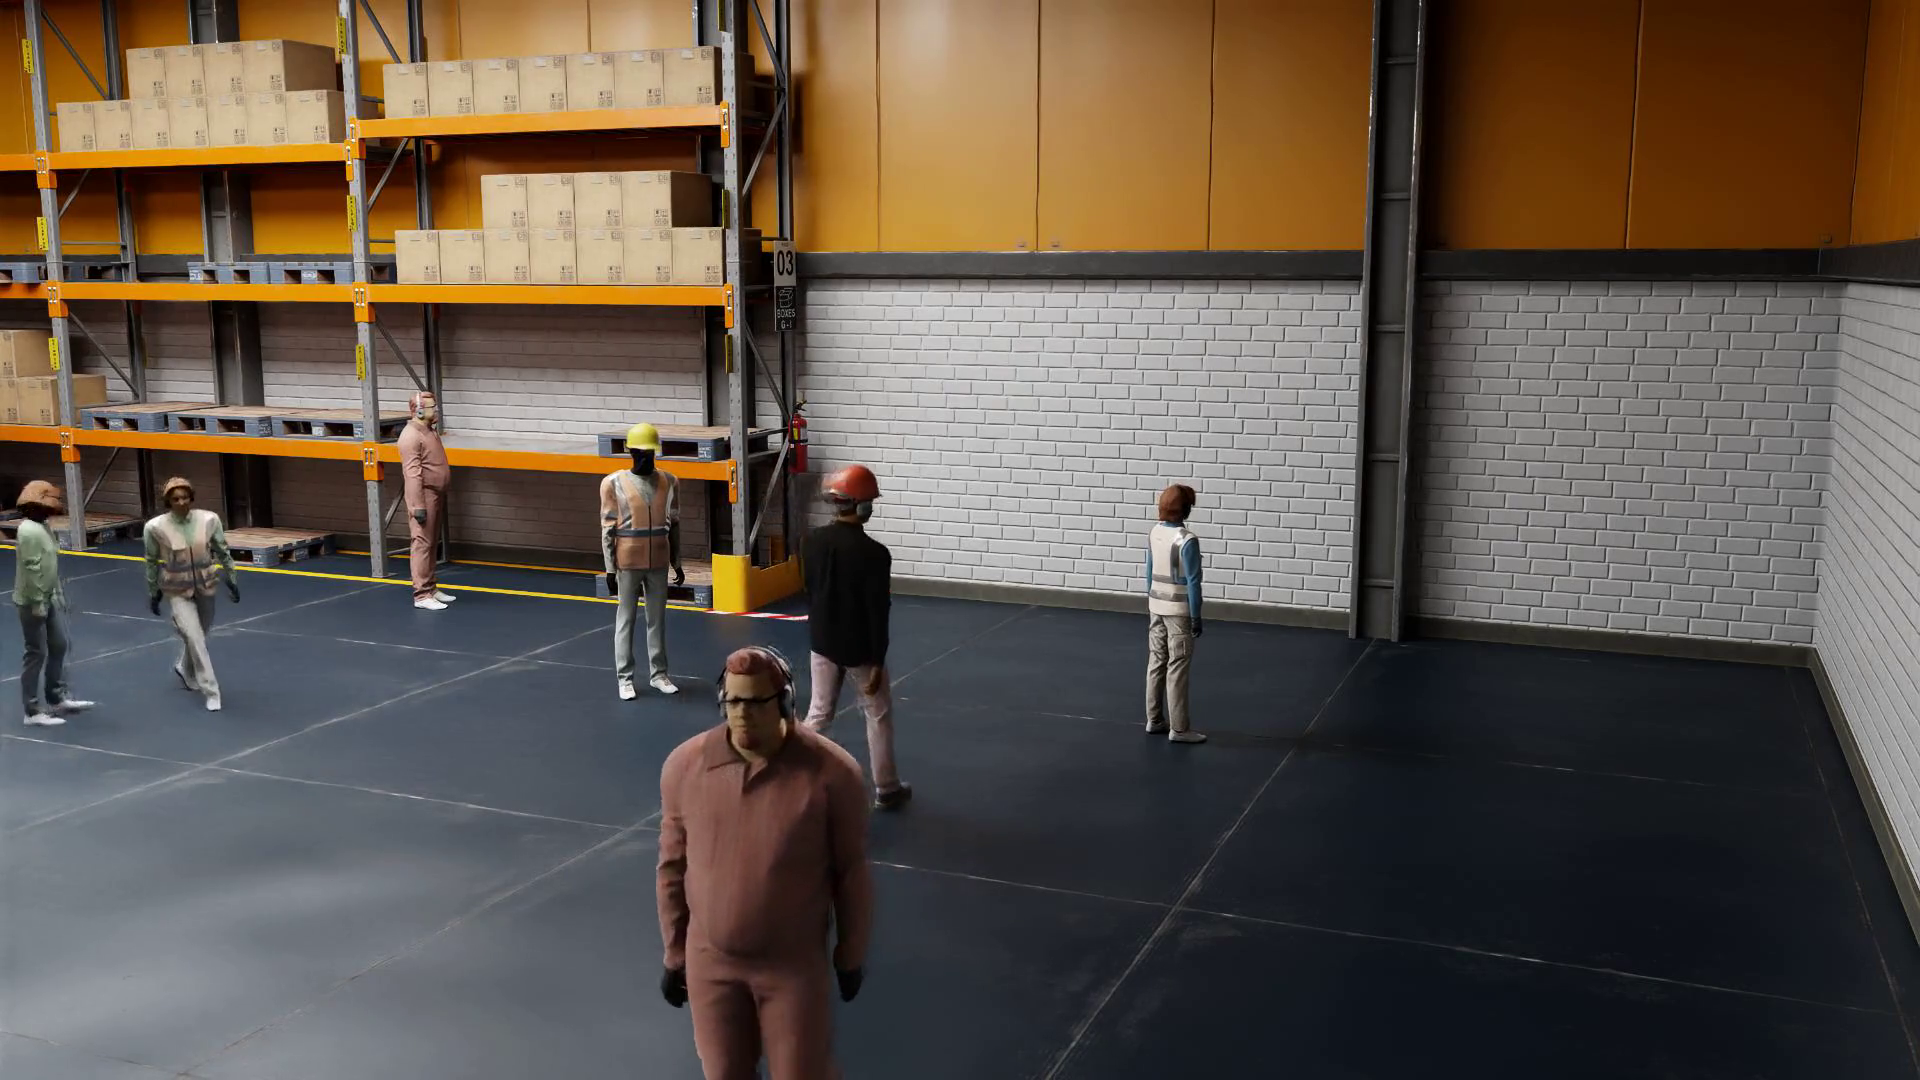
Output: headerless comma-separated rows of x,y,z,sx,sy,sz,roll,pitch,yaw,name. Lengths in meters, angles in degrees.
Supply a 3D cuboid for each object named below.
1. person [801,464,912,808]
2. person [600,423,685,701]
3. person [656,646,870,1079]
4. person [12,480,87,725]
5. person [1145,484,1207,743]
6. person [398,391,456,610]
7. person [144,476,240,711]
-0.632,0.568,8.952,0.604,1.962,0.980,6,11,31,person
-2.205,0.142,11.614,0.585,1.930,0.366,-6,11,-33,person
-0.602,1.234,5.125,0.649,1.889,0.616,1,9,8,person
-6.038,0.417,10.926,0.307,1.620,0.522,-3,10,-19,person
1.358,0.465,10.540,0.306,1.639,0.523,-5,11,-28,person
-4.685,-0.350,14.658,0.408,1.913,0.644,-1,9,-4,person
-5.308,0.333,11.462,0.562,1.600,0.812,-8,12,-39,person
